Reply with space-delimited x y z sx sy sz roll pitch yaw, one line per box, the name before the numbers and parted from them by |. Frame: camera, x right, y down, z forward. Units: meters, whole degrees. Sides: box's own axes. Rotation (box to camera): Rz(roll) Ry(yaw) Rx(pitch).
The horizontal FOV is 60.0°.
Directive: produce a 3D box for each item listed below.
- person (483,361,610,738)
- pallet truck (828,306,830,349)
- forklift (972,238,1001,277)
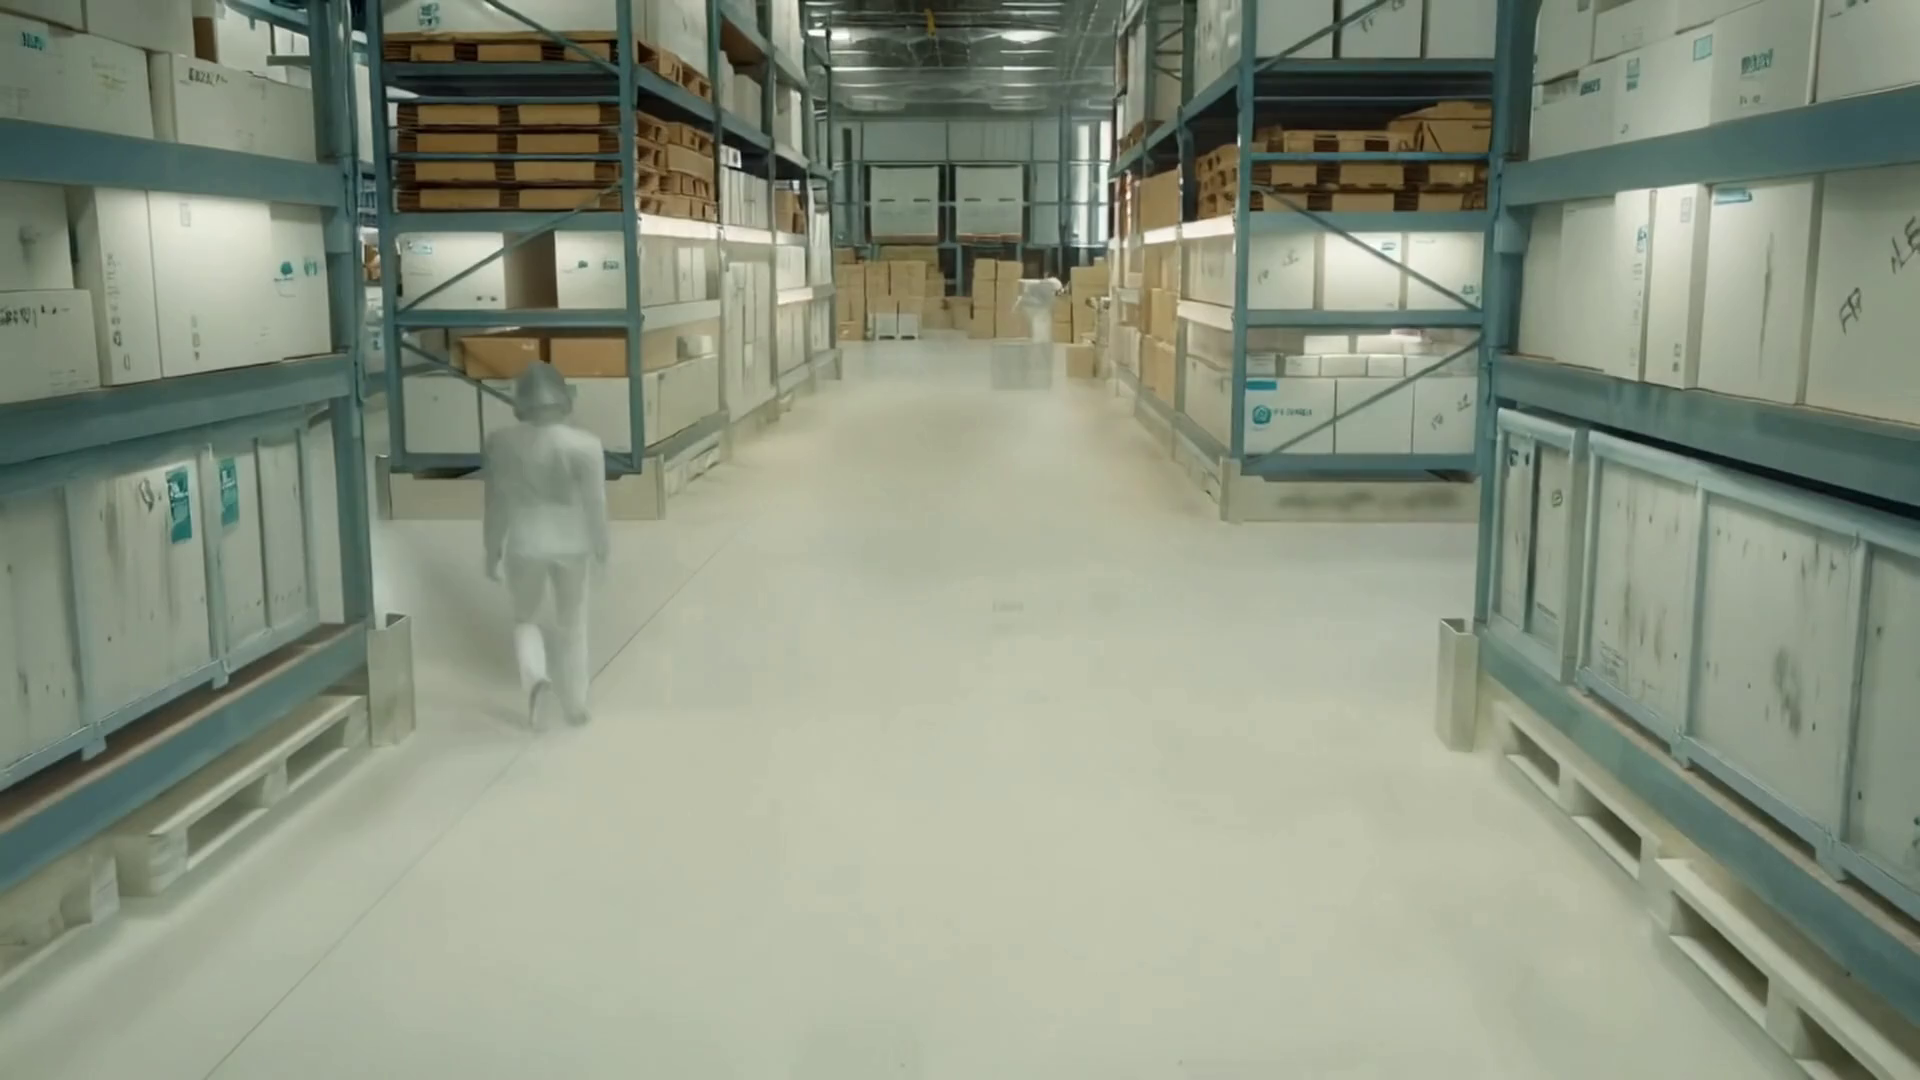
person | -1.723 0.062 6.968 0.527 1.618 0.531 -3 10 -15
pallet truck | -3.100 -3.940 29.800 1.885 1.965 0.823 3 10 19
forklift | 0.867 -8.532 54.668 1.129 2.768 1.873 0 9 1
